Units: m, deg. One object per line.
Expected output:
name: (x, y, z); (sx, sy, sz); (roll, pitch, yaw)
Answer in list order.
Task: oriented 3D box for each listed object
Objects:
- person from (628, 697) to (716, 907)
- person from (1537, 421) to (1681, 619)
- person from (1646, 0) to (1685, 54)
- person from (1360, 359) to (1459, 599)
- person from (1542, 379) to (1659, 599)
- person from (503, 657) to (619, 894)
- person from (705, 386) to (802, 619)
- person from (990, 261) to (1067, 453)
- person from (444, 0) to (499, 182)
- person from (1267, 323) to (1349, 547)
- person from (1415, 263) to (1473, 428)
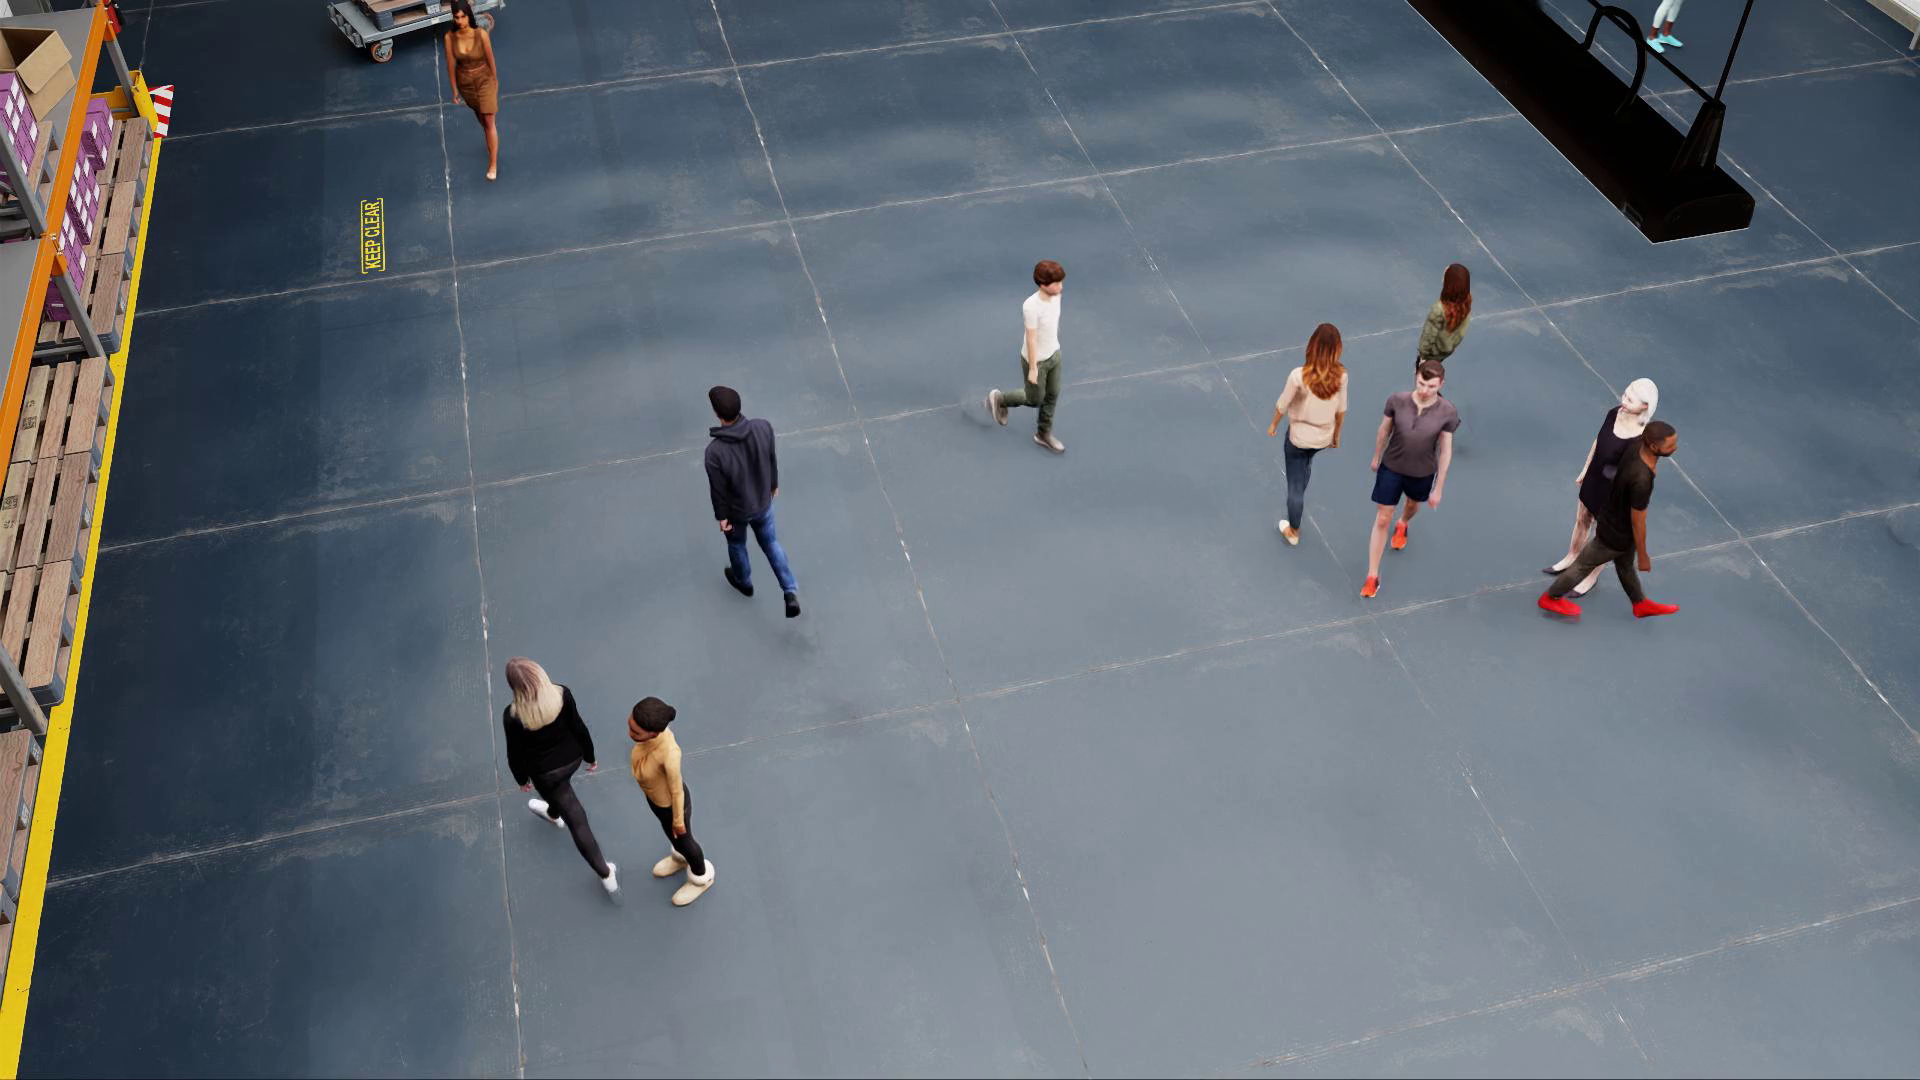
person: (-1.653, 1.451, 9.444); (0.697, 1.658, 0.571); (-21, 48, -21)
person: (4.240, -0.101, 10.989); (1.127, 1.772, 1.173); (11, 45, 11)
person: (7.444, -5.870, 17.080); (0.639, 1.724, 0.653); (-30, 51, -28)
person: (3.109, -0.528, 11.419); (1.136, 1.797, 1.289); (16, 46, 16)
person: (4.358, -0.349, 11.208); (0.668, 1.829, 0.470); (-15, 46, -15)
person: (-2.255, 1.364, 9.549); (0.953, 1.638, 1.233); (-24, 49, -23)
person: (-1.363, -0.203, 11.027); (0.893, 1.868, 1.147); (-26, 49, -24)
person: (0.538, -1.391, 12.438); (0.990, 1.641, 0.863); (29, 51, 27)
person: (-4.477, -4.237, 15.426); (0.692, 1.641, 1.110); (-3, 44, -3)
person: (2.458, -0.661, 11.580); (0.665, 1.768, 0.728); (-8, 44, -8)
person: (3.678, -1.425, 12.604); (0.786, 1.461, 0.943); (-28, 50, -26)
